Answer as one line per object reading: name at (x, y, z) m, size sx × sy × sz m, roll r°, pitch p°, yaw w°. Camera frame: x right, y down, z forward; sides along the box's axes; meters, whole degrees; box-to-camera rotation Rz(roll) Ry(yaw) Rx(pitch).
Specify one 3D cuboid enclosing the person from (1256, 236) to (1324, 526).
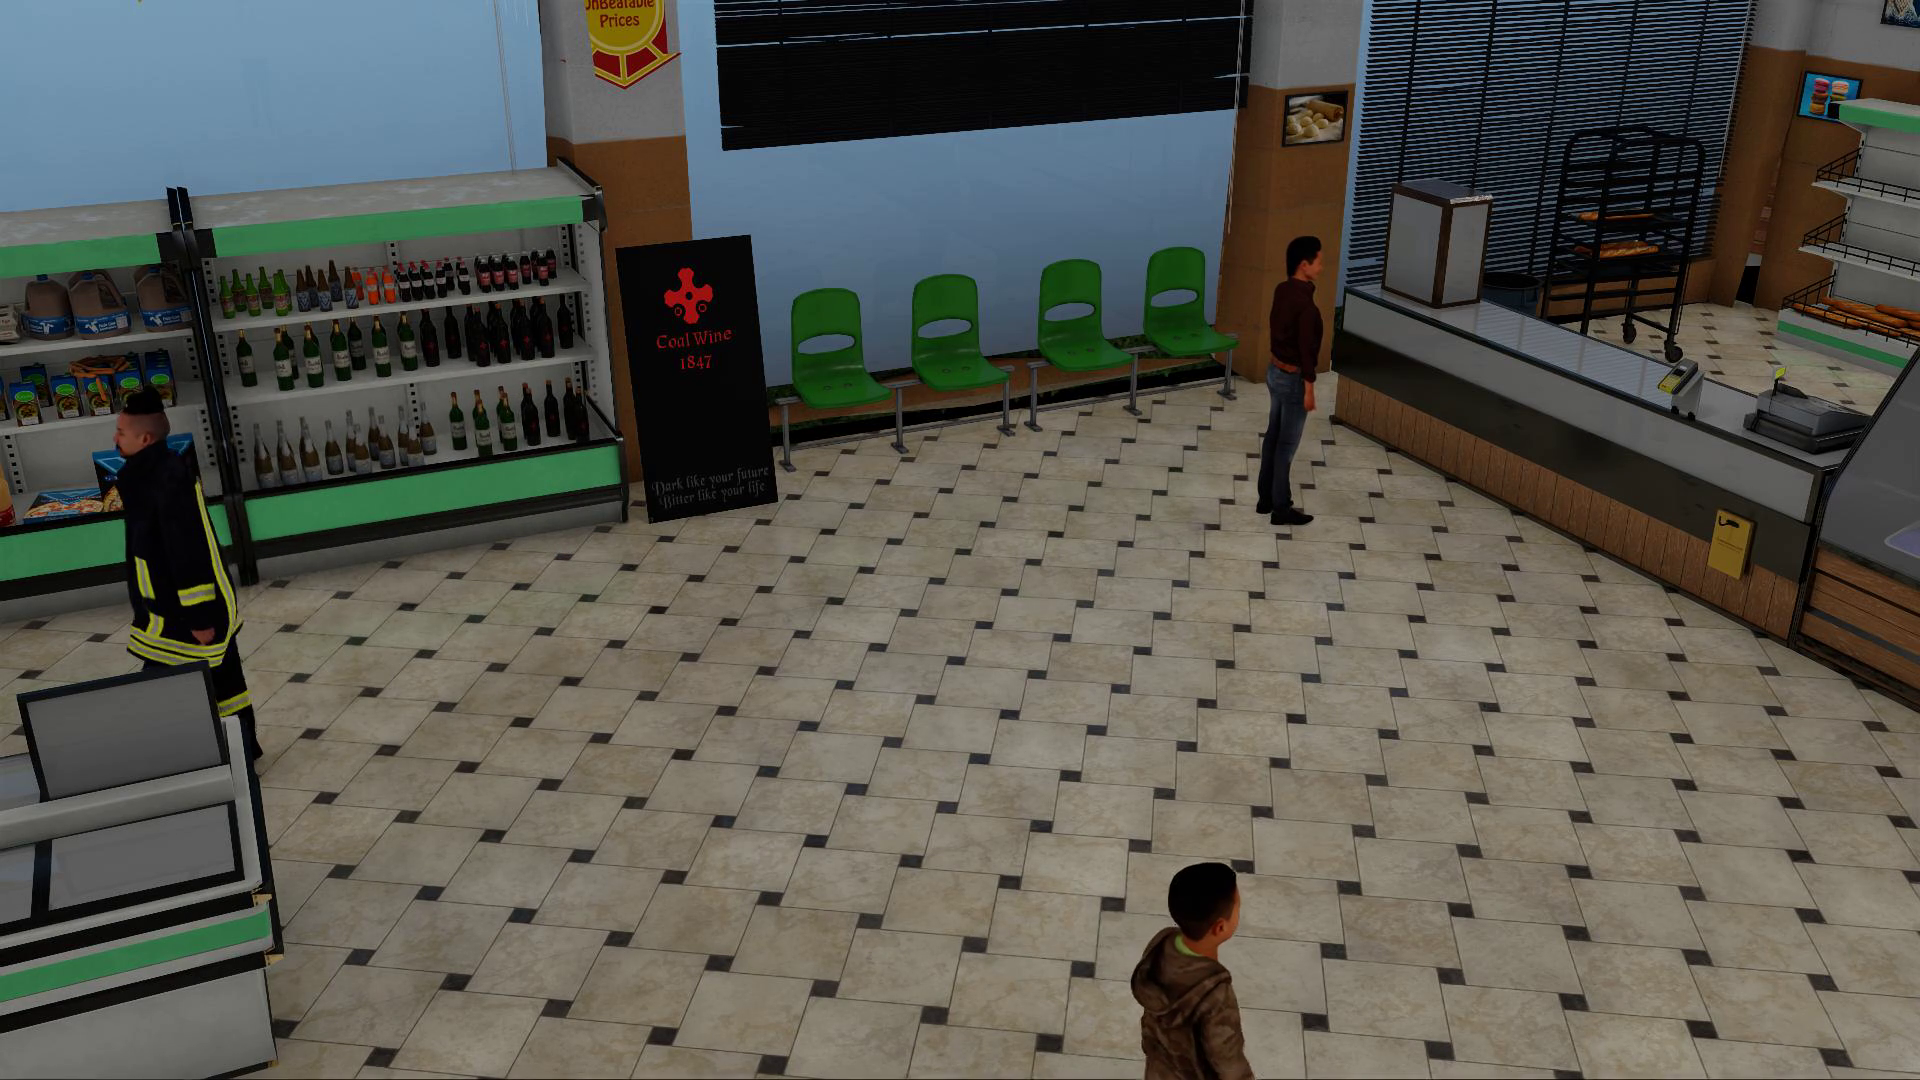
person at (2.000, -0.967, 10.117) m, size 0.592 × 1.777 × 0.688 m, roll -5°, pitch 24°, yaw -12°

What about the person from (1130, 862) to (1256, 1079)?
person at (0.634, 1.565, 4.735) m, size 0.612 × 1.454 × 0.584 m, roll -9°, pitch 25°, yaw -21°

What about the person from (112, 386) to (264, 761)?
person at (-3.335, 0.217, 7.317) m, size 0.750 × 1.853 × 0.807 m, roll -13°, pitch 27°, yaw -28°
